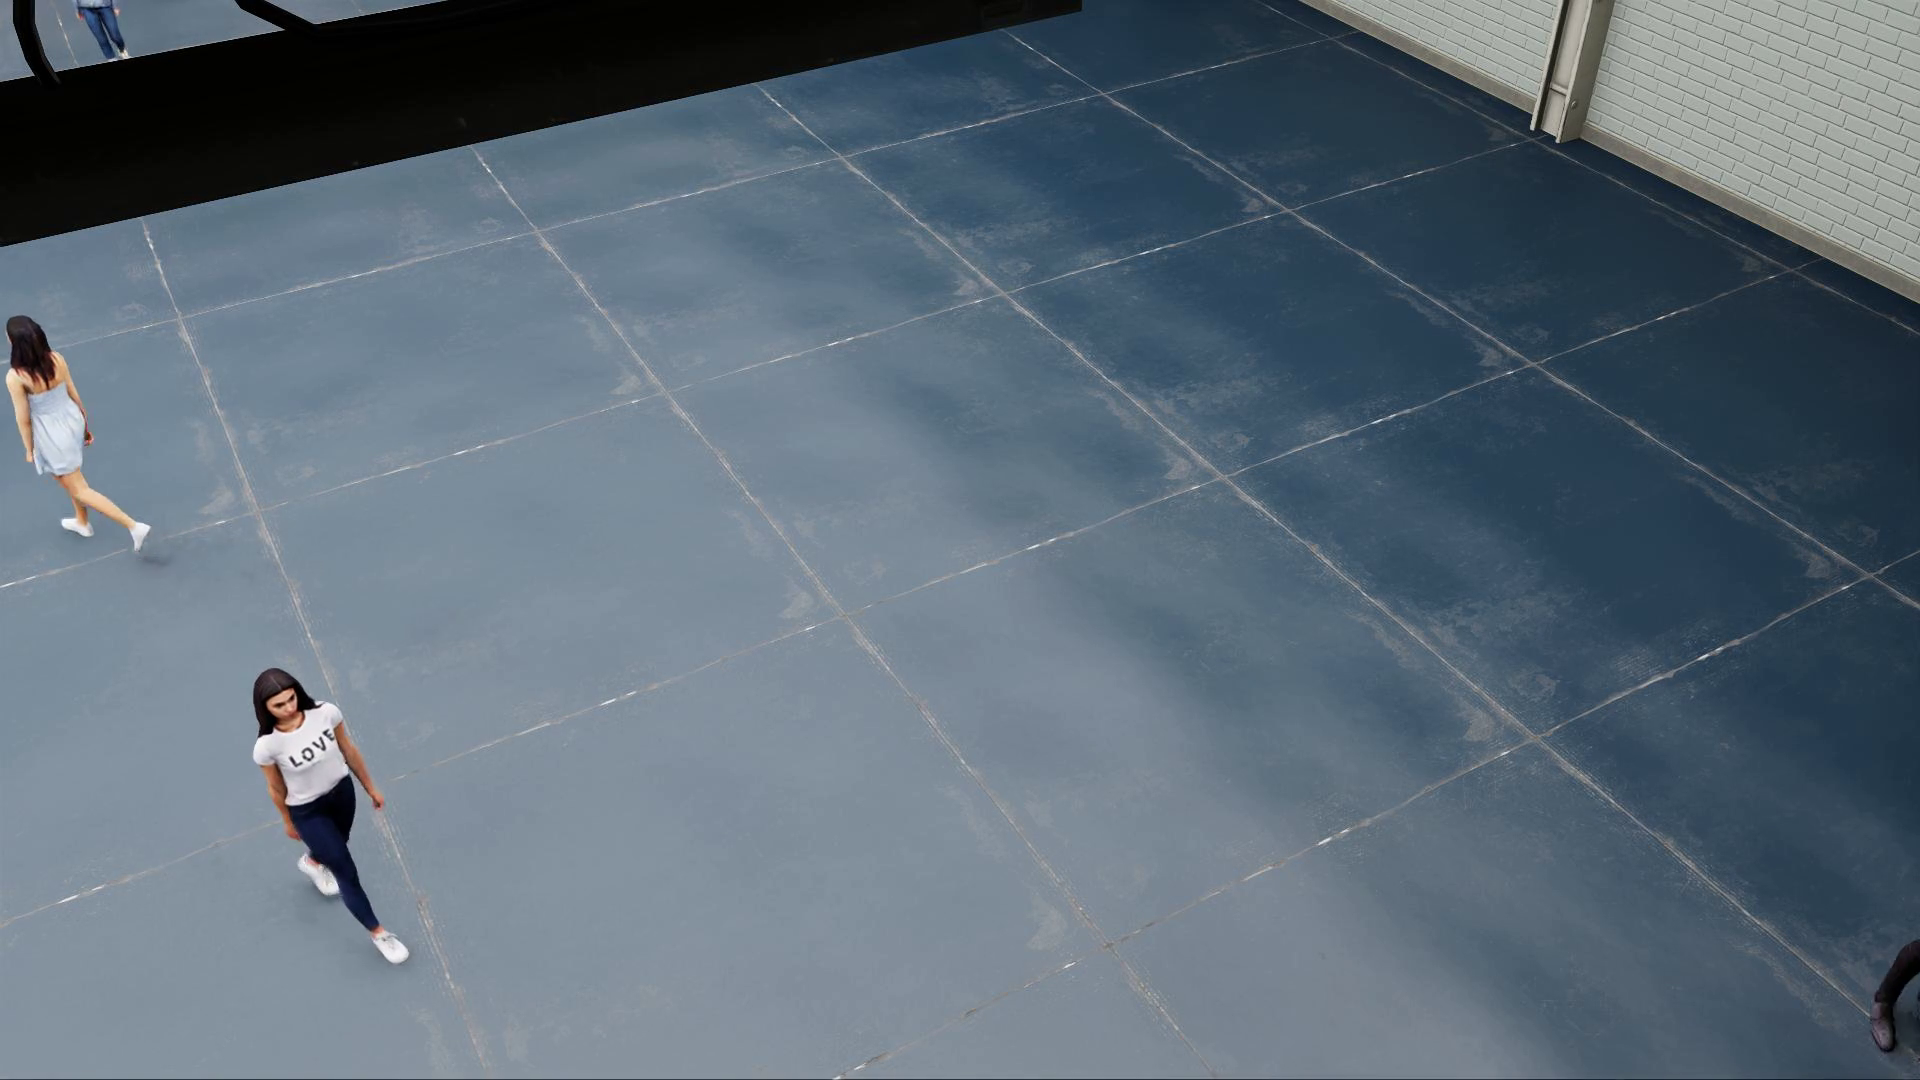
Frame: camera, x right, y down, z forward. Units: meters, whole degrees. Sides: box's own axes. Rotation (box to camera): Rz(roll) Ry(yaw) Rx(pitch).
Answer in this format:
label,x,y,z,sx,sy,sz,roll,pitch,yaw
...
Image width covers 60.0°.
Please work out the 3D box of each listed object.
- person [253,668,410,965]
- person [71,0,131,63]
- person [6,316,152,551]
label,x,y,z,sx,sy,sz,roll,pitch,yaw
person,-3.168,1.265,8.153,1.216,1.741,0.929,23,44,27
person,-8.802,-5.462,16.973,0.644,1.470,0.704,-10,39,-12
person,-5.670,-0.625,10.597,1.136,1.707,1.019,13,40,16
